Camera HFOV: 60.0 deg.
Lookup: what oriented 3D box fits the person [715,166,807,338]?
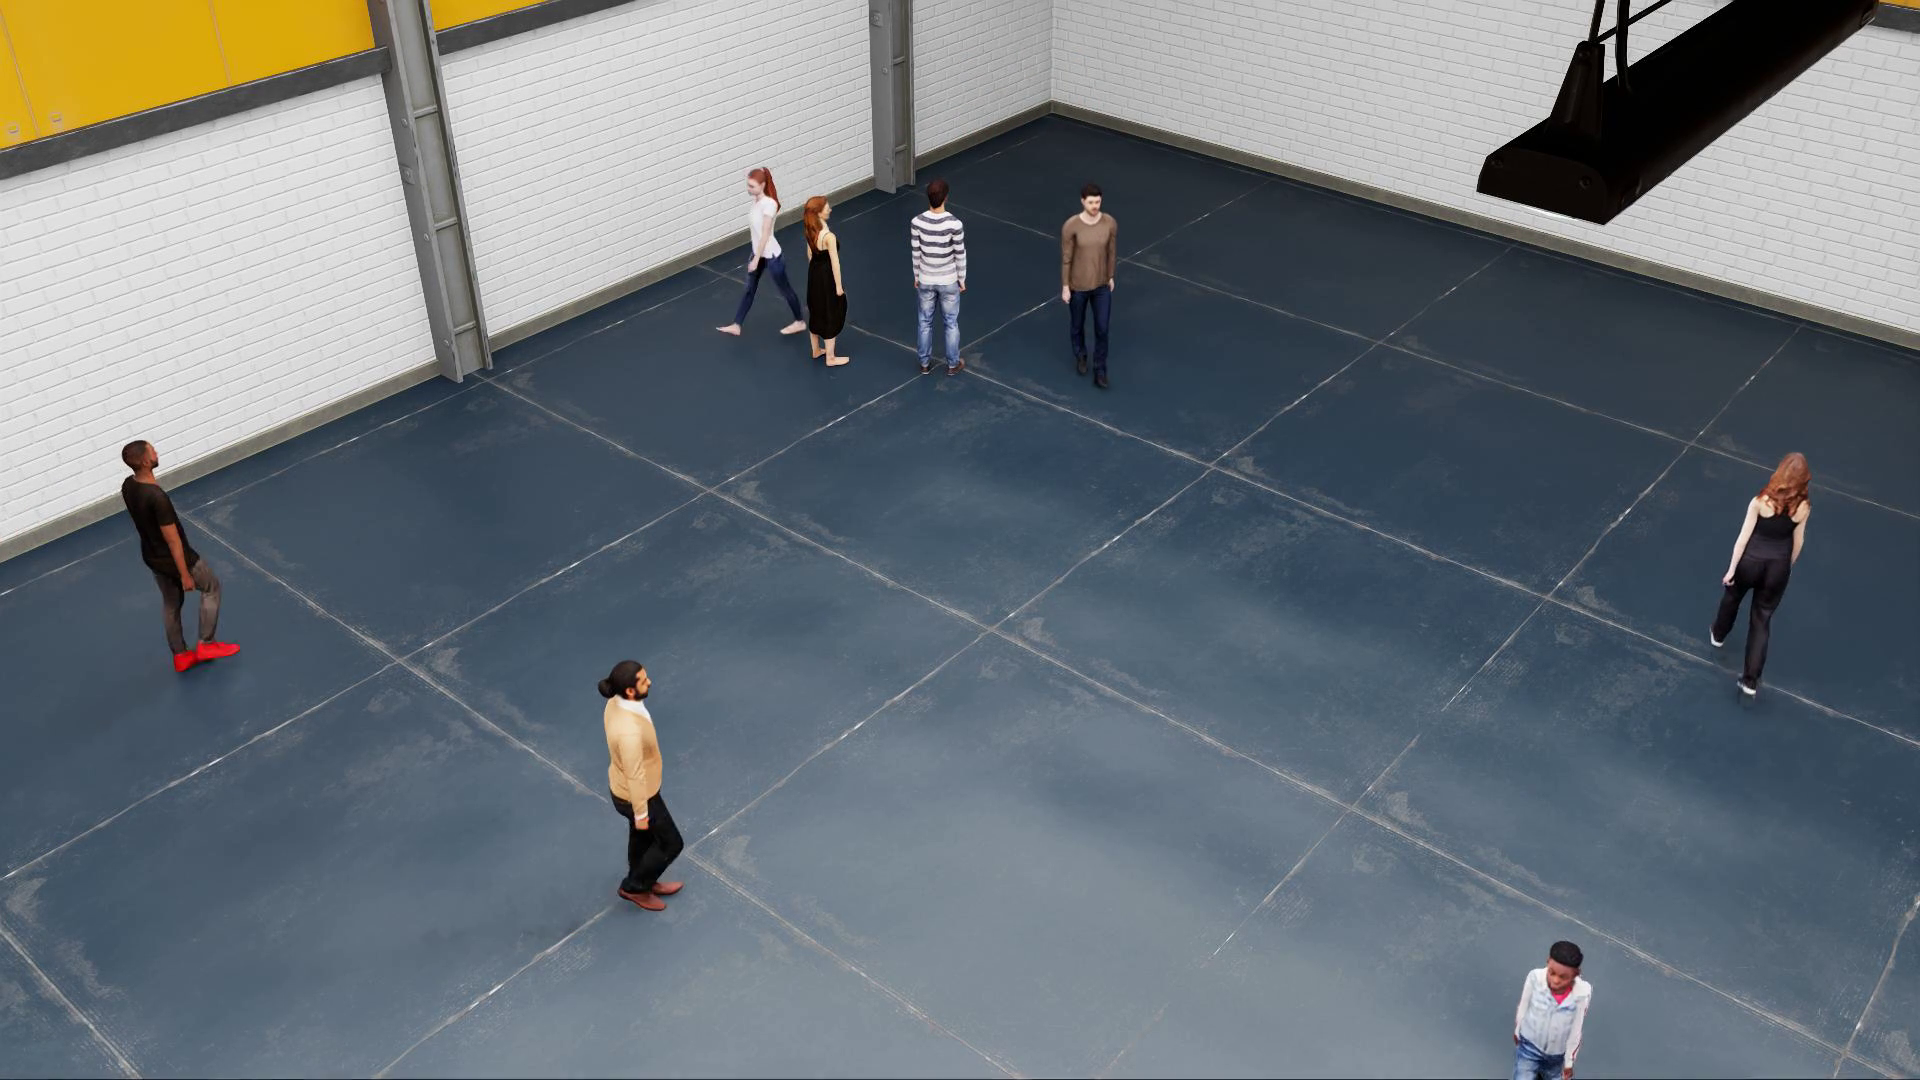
[{"bbox_3d":[-1.705,-2.670,15.646,1.162,1.689,0.814,-17,37,-23],"label":"person"}]

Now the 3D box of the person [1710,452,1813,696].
[{"bbox_3d":[5.439,0.252,11.237,0.961,1.705,1.238,8,34,11],"label":"person"}]

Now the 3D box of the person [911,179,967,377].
[{"bbox_3d":[-0.197,-2.366,15.039,0.723,1.855,0.707,6,34,9],"label":"person"}]

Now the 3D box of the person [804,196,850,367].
[{"bbox_3d":[-1.260,-2.389,15.282,0.617,1.626,0.623,-24,41,-32],"label":"person"}]

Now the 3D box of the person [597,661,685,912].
[{"bbox_3d":[-1.898,1.435,9.421,0.824,1.743,0.793,-9,35,-14],"label":"person"}]

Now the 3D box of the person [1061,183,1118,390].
[{"bbox_3d":[1.149,-2.353,15.013,1.011,1.862,1.068,-3,34,-5],"label":"person"}]

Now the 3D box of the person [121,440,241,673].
[{"bbox_3d":[-5.445,0.168,11.286,0.685,1.791,0.662,21,39,28],"label":"person"}]

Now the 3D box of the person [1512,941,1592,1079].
[{"bbox_3d":[2.968,2.454,8.336,0.606,1.249,0.899,15,37,22],"label":"person"}]
